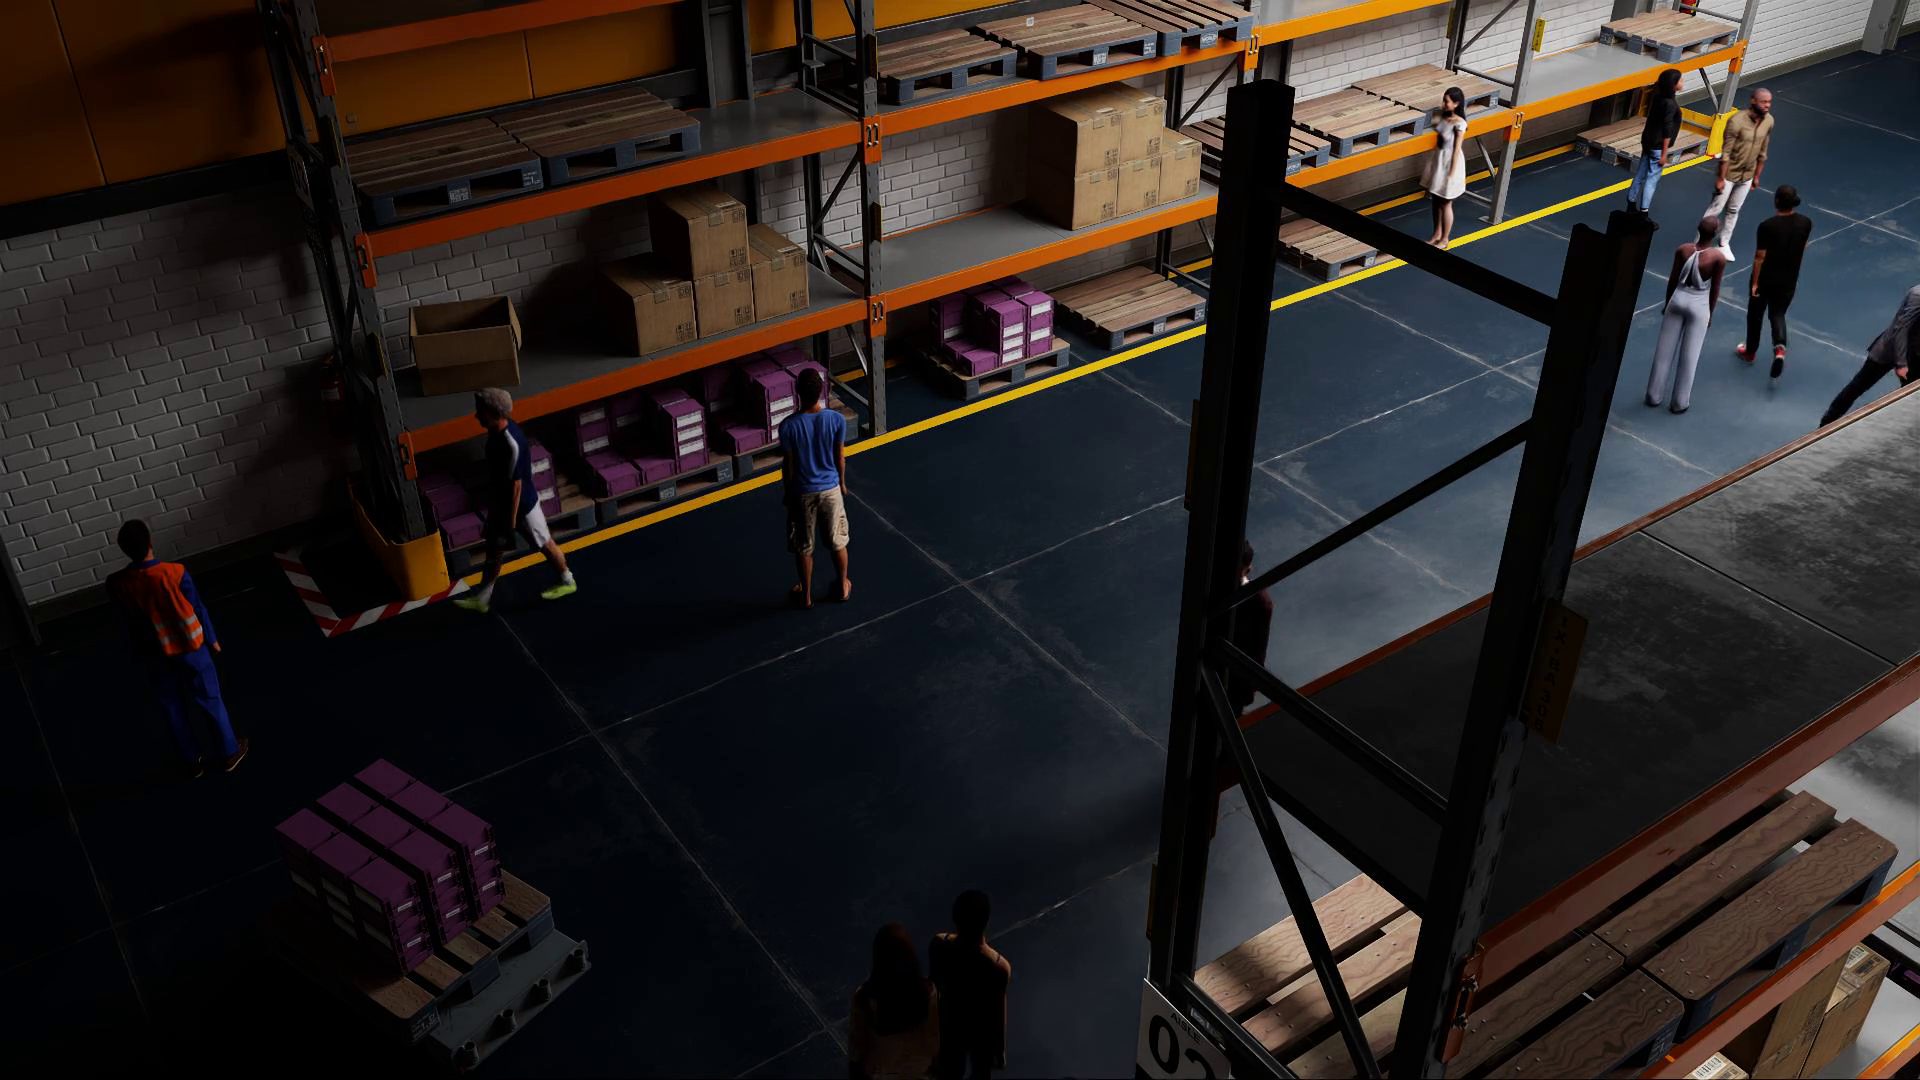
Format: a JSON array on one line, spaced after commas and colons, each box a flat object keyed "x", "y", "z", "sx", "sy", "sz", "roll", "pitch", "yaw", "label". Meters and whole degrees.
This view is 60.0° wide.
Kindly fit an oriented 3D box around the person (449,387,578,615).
[{"x": -3.056, "y": -0.282, "z": 11.771, "sx": 1.105, "sy": 1.790, "sz": 0.646, "roll": -21, "pitch": 39, "yaw": -29, "label": "person"}]

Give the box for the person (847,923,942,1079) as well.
[{"x": -0.287, "y": 2.497, "z": 7.672, "sx": 0.913, "sy": 1.699, "sz": 0.863, "roll": -6, "pitch": 34, "yaw": -10, "label": "person"}]

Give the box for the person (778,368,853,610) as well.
[{"x": -1.029, "y": -0.360, "z": 11.823, "sx": 0.599, "sy": 1.863, "sz": 0.768, "roll": -10, "pitch": 35, "yaw": -15, "label": "person"}]

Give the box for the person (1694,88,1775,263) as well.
[{"x": 7.880, "y": -3.720, "z": 16.919, "sx": 0.670, "sy": 1.816, "sz": 0.842, "roll": -7, "pitch": 34, "yaw": -10, "label": "person"}]

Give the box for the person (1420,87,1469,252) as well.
[{"x": 4.971, "y": -3.776, "z": 17.048, "sx": 0.756, "sy": 1.766, "sz": 0.735, "roll": -7, "pitch": 34, "yaw": -10, "label": "person"}]

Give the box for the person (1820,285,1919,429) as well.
[{"x": 7.657, "y": -1.547, "z": 13.694, "sx": 1.061, "sy": 1.767, "sz": 1.008, "roll": -9, "pitch": 35, "yaw": -14, "label": "person"}]

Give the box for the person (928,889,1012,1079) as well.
[{"x": -0.003, "y": 2.396, "z": 7.828, "sx": 0.962, "sy": 1.695, "sz": 1.142, "roll": 12, "pitch": 35, "yaw": 17, "label": "person"}]

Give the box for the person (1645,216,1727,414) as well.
[{"x": 6.238, "y": -1.941, "z": 14.273, "sx": 0.628, "sy": 1.783, "sz": 0.563, "roll": 26, "pitch": 41, "yaw": 33, "label": "person"}]

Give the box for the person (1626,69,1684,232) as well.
[{"x": 7.395, "y": -4.170, "z": 17.701, "sx": 0.681, "sy": 1.701, "sz": 0.664, "roll": -4, "pitch": 34, "yaw": -6, "label": "person"}]

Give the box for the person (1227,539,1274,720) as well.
[{"x": 1.673, "y": 0.735, "z": 10.185, "sx": 0.745, "sy": 1.851, "sz": 0.747, "roll": -27, "pitch": 42, "yaw": -34, "label": "person"}]

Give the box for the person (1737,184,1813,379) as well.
[{"x": 7.288, "y": -2.274, "z": 14.824, "sx": 1.065, "sy": 1.728, "sz": 1.079, "roll": 3, "pitch": 34, "yaw": 5, "label": "person"}]

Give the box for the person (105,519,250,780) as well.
[{"x": -4.854, "y": 0.673, "z": 10.267, "sx": 0.693, "sy": 1.863, "sz": 0.834, "roll": -6, "pitch": 34, "yaw": -10, "label": "person"}]
